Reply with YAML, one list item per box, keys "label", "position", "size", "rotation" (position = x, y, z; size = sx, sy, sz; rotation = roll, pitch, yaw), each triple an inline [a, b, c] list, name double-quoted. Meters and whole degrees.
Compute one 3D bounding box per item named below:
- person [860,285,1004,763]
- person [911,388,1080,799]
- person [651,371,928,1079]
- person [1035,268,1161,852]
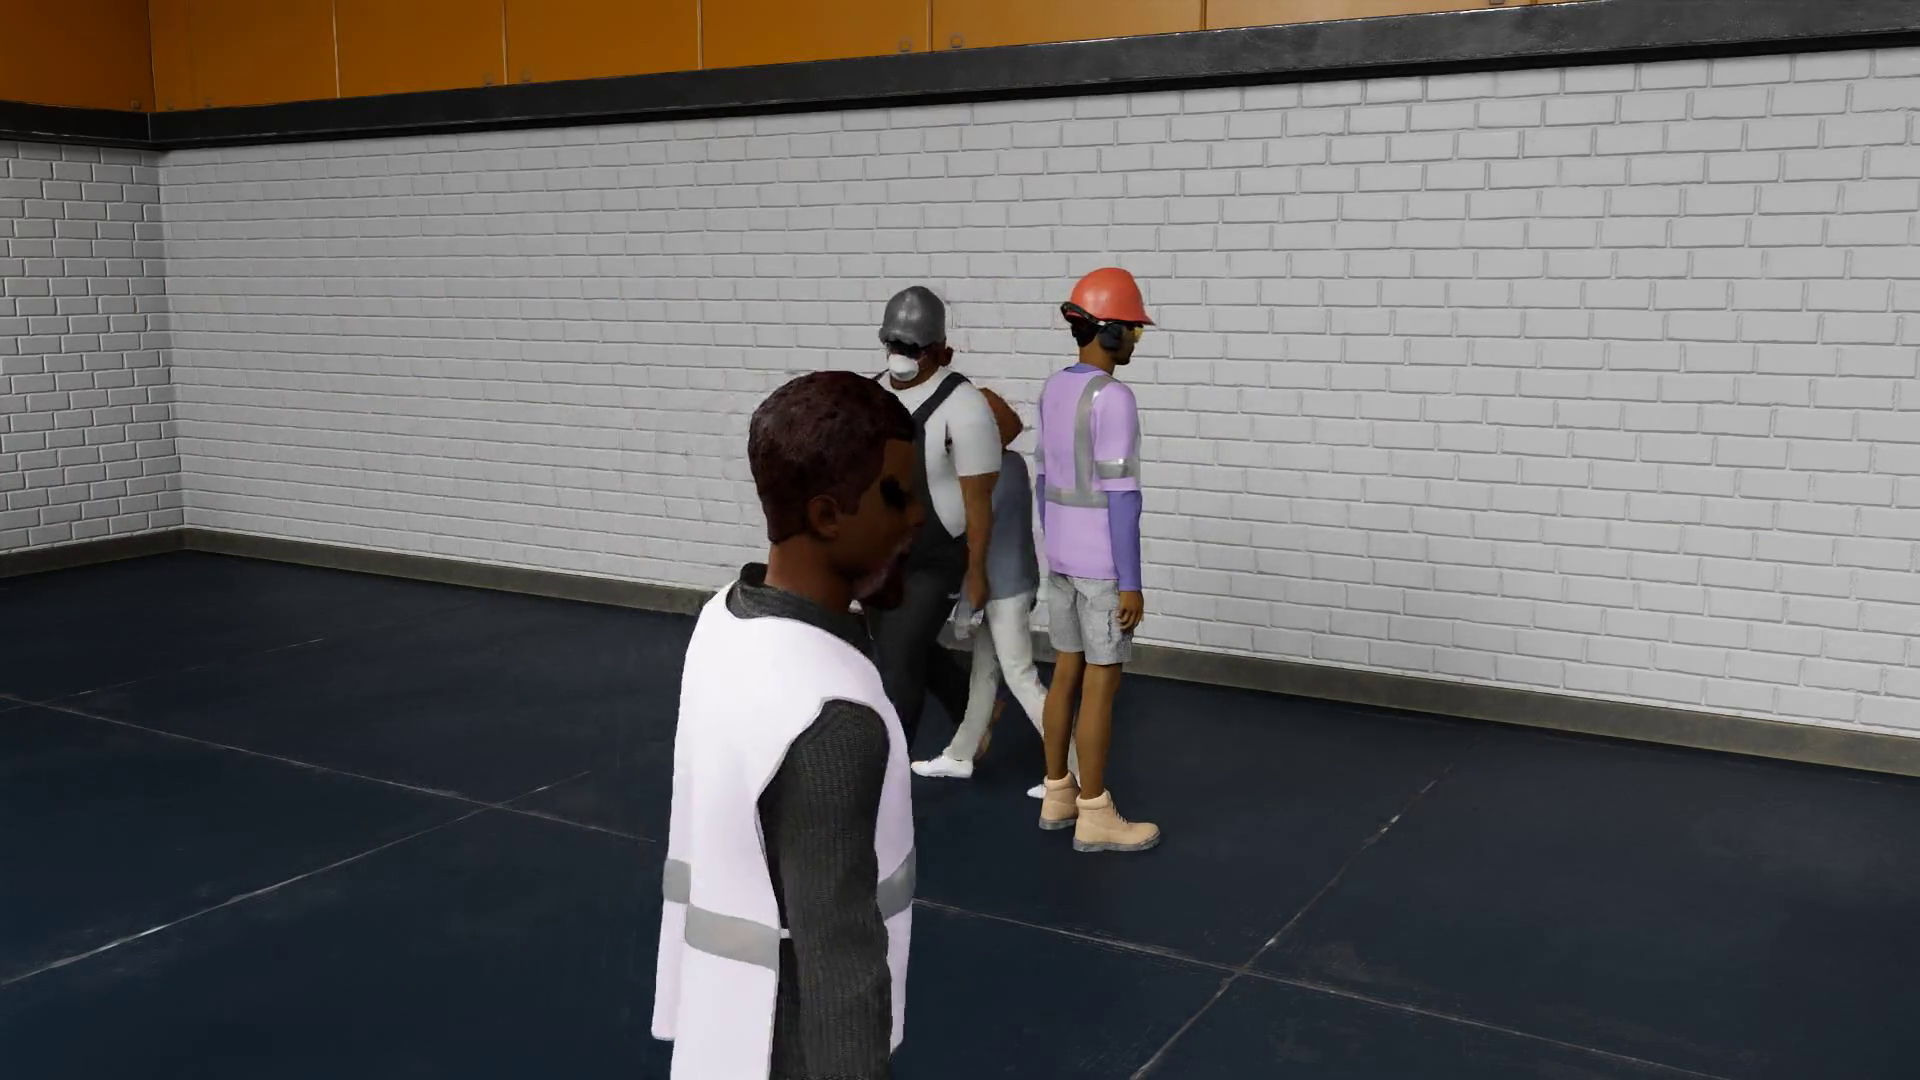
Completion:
- label: "person"
  position: [-0.114, -0.005, 6.353]
  size: [0.683, 2.000, 0.916]
  rotation: [9, 13, 43]
- label: "person"
  position: [0.173, 0.206, 6.427]
  size: [0.775, 1.590, 0.570]
  rotation: [3, 10, 20]
- label: "person"
  position: [-0.207, 0.713, 2.314]
  size: [0.456, 1.896, 0.614]
  rotation: [-3, 10, -19]
- label: "person"
  position: [0.497, 0.070, 5.881]
  size: [0.384, 2.039, 0.616]
  rotation: [-4, 10, -22]
